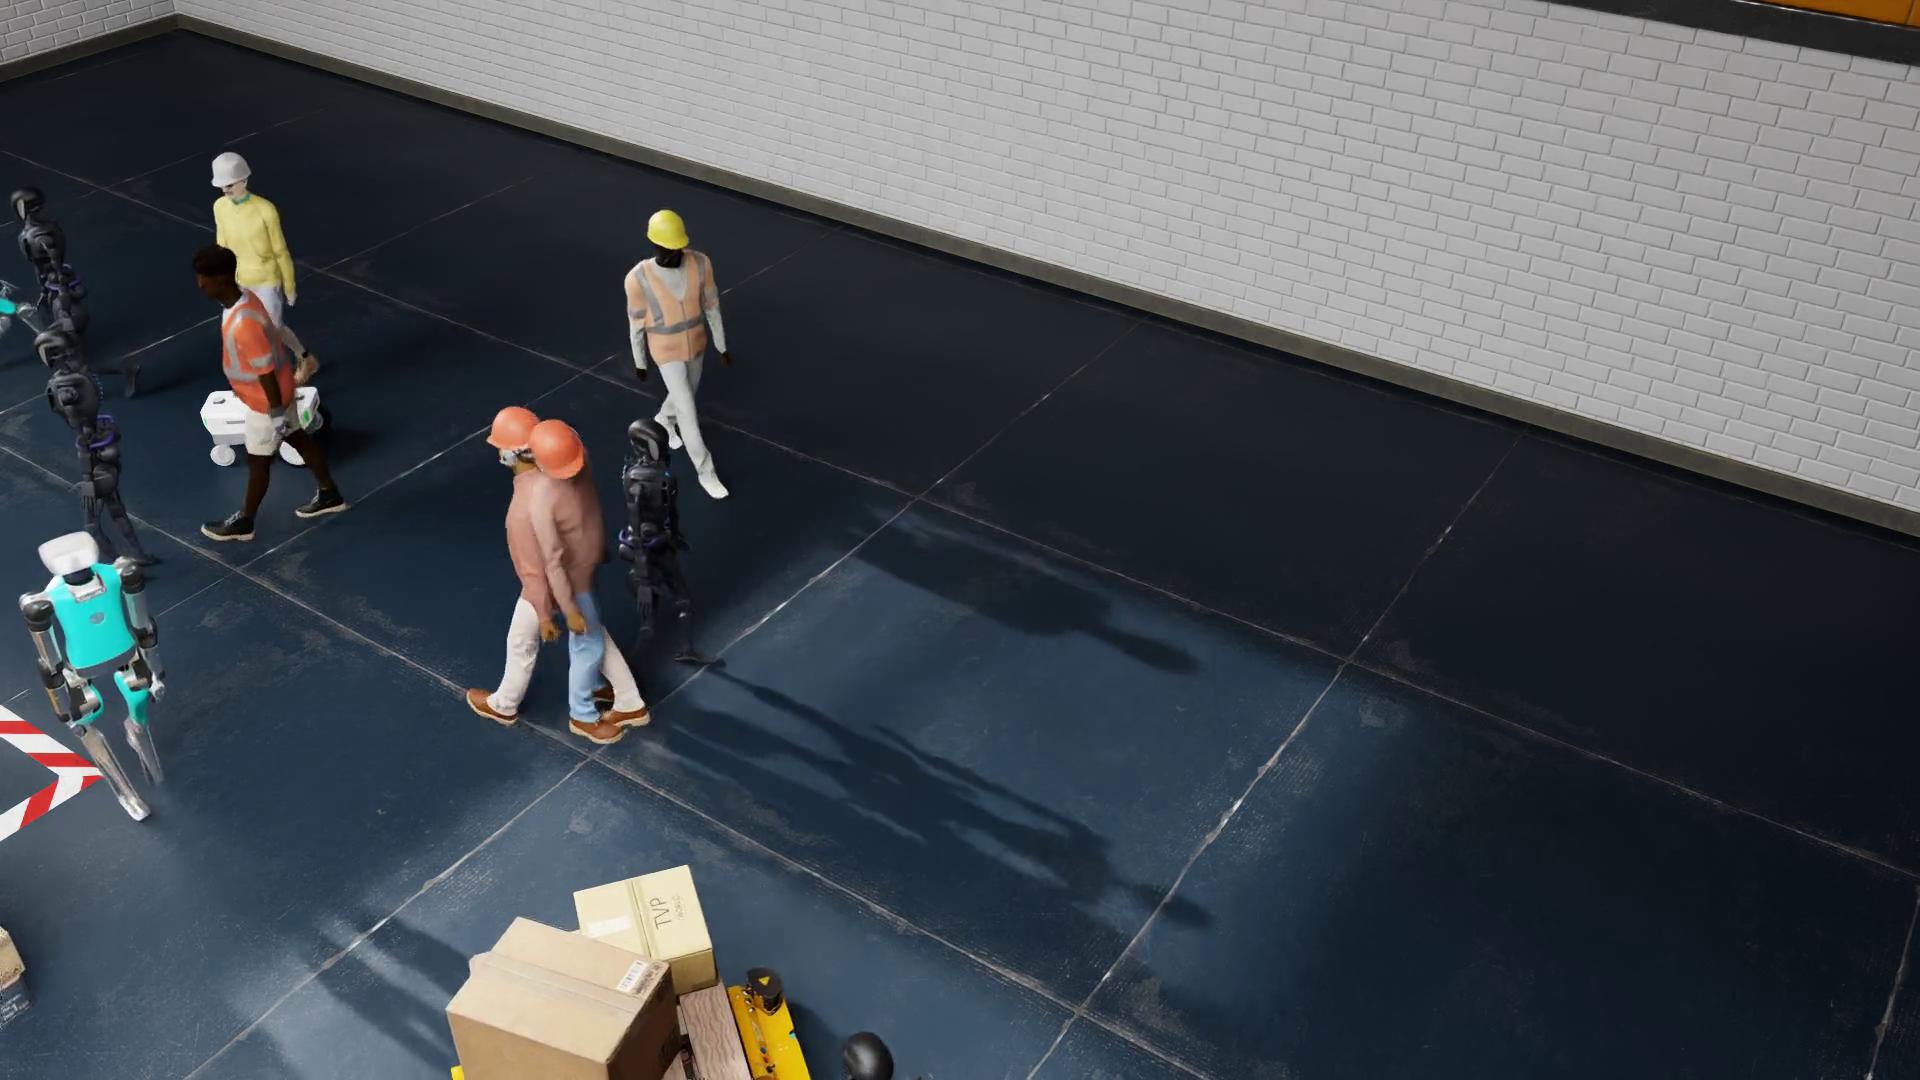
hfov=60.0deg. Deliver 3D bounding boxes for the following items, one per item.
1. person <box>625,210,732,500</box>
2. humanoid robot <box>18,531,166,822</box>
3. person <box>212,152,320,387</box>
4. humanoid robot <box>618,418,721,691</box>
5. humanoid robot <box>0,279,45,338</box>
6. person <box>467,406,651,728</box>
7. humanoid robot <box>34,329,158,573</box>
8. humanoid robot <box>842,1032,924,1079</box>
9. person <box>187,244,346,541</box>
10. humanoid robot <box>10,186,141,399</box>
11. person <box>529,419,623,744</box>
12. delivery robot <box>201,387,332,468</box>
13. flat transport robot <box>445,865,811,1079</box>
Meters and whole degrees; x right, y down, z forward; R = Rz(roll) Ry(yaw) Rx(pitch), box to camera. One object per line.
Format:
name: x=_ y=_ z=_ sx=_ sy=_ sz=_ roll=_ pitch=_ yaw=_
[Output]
person: x=-1.821 y=-1.262 z=10.659 sx=0.592 sy=1.887 sz=0.960 roll=-24 pitch=42 yaw=-31
humanoid robot: x=-4.168 y=0.702 z=8.073 sx=0.747 sy=1.895 sz=0.550 roll=29 pitch=44 yaw=34
person: x=-4.834 y=-1.788 z=11.443 sx=0.487 sy=1.850 sz=0.861 roll=9 pitch=36 yaw=13
humanoid robot: x=-1.638 y=0.079 z=8.934 sx=0.558 sy=1.648 sz=0.603 roll=5 pitch=35 yaw=7
humanoid robot: x=-6.902 y=-1.943 z=11.808 sx=0.904 sy=1.811 sz=0.541 roll=-16 pitch=38 yaw=-22
person: x=-2.140 y=0.193 z=8.544 sx=0.997 sy=1.940 sz=0.618 roll=7 pitch=36 yaw=10
humanoid robot: x=-5.071 y=-0.493 z=9.732 sx=0.328 sy=1.648 sz=0.616 roll=-12 pitch=37 yaw=-17
humanoid robot: x=-0.310 y=2.326 z=5.723 sx=0.609 sy=1.640 sz=0.534 roll=-23 pitch=41 yaw=-29
person: x=-4.347 y=-0.884 z=10.084 sx=0.896 sy=1.925 sz=0.638 roll=-13 pitch=37 yaw=-18
humanoid robot: x=-6.106 y=-1.682 z=11.441 sx=0.500 sy=1.636 sz=0.601 roll=-25 pitch=42 yaw=-31
person: x=-1.980 y=0.172 z=8.557 sx=0.364 sy=1.957 sz=0.662 roll=1 pitch=35 yaw=1
delivery robot: x=-4.648 y=-0.801 z=11.176 sx=0.811 sy=0.613 sz=0.499 roll=-3 pitch=35 yaw=-5
flat transport robot: x=-1.386 y=2.274 z=7.014 sx=1.431 sy=0.231 sz=0.659 roll=-11 pitch=37 yaw=-16
